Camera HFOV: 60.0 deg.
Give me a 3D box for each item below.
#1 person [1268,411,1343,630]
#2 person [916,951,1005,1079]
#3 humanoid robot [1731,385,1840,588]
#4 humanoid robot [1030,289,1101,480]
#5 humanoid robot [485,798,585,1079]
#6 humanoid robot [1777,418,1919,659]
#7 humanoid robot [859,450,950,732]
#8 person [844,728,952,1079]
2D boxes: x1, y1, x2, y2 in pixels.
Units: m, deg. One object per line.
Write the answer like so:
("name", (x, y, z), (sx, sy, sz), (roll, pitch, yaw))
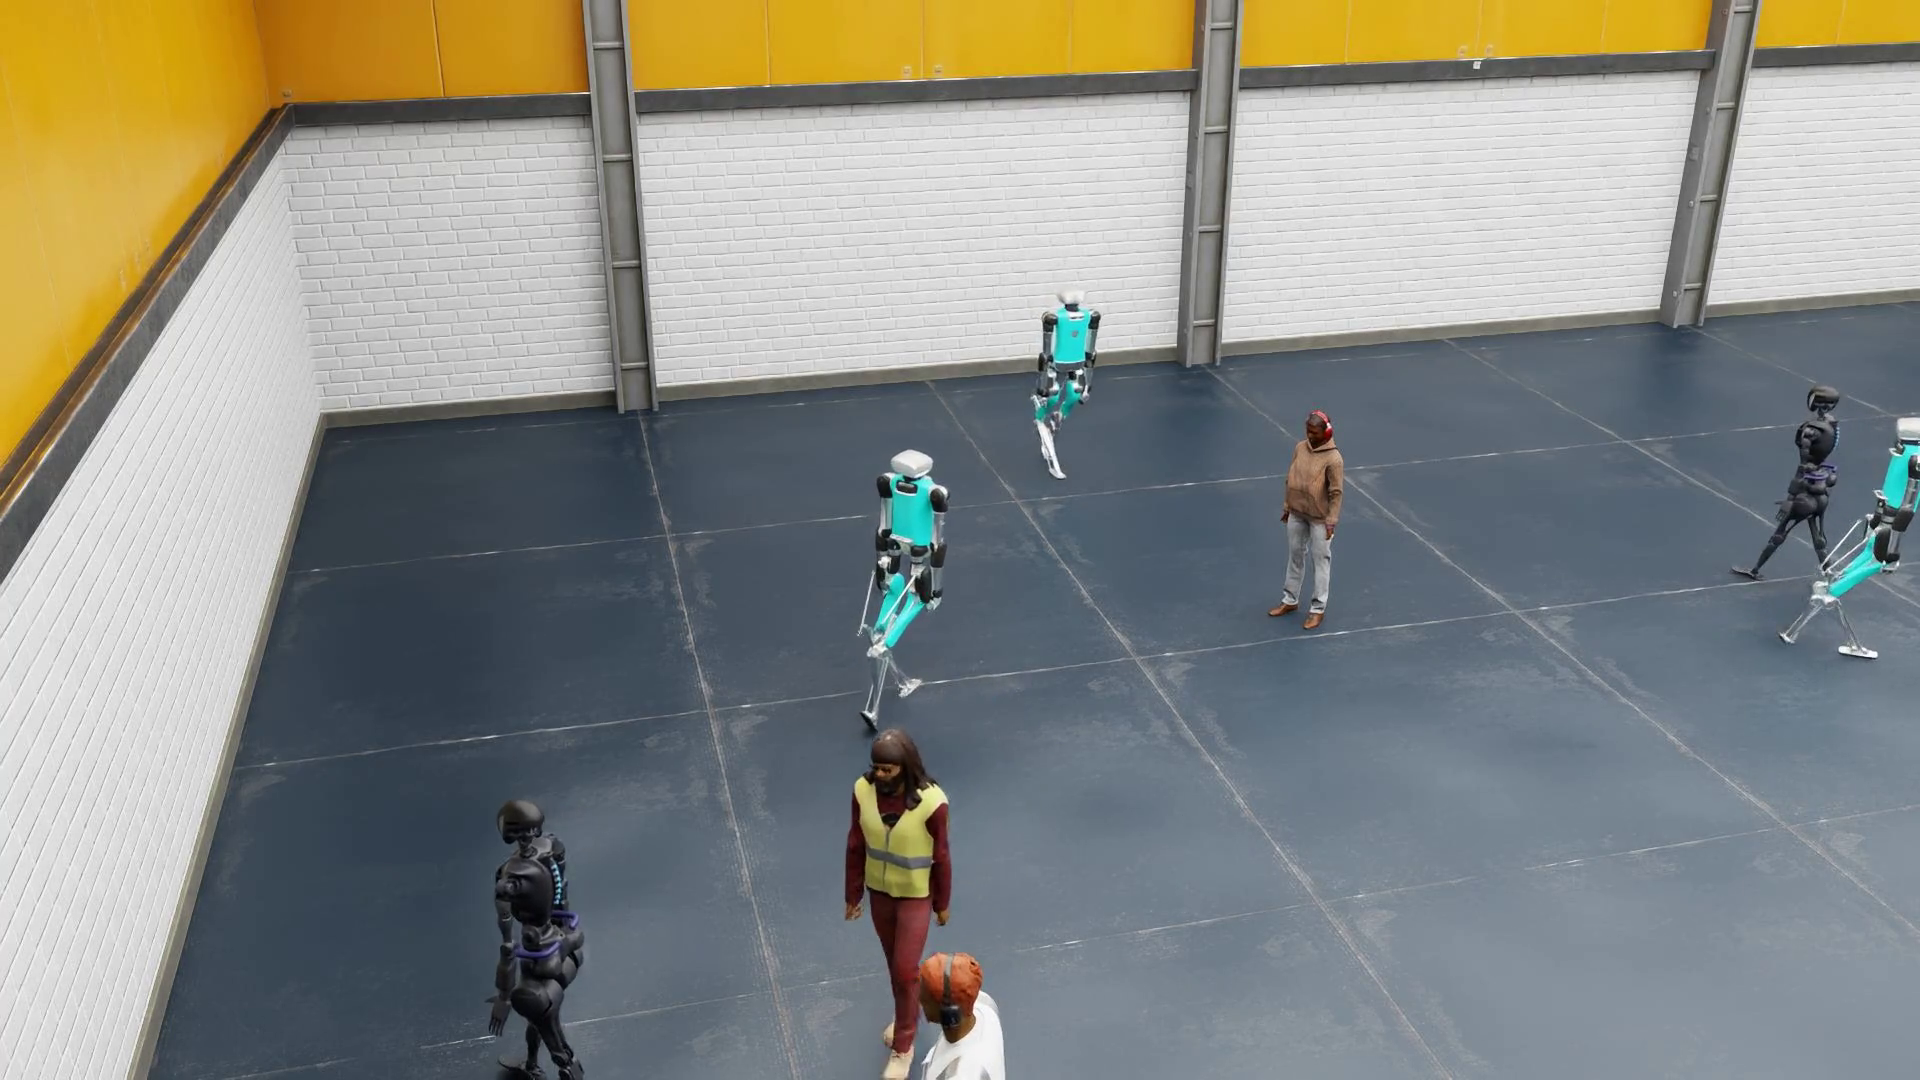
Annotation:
("person", (2.542, -0.166, 12.020), (0.337, 1.649, 0.454), (-20, 31, -38))
("person", (0.004, 2.304, 6.125), (0.337, 1.882, 0.583), (3, 24, 6))
("humanoid robot", (6.399, -0.394, 12.566), (0.788, 1.619, 0.603), (22, 32, 40))
("humanoid robot", (0.846, -1.379, 14.788), (0.549, 1.877, 0.818), (-8, 25, -18))
("humanoid robot", (-1.917, 1.875, 7.384), (0.679, 1.634, 0.599), (6, 25, 14))
("humanoid robot", (6.157, 0.032, 11.578), (0.806, 1.868, 0.557), (6, 24, 13))
("humanoid robot", (-0.496, 0.370, 10.715), (0.539, 1.772, 0.944), (15, 28, 30))
("person", (-0.329, 1.690, 7.689), (0.494, 1.743, 0.700), (11, 26, 23))
